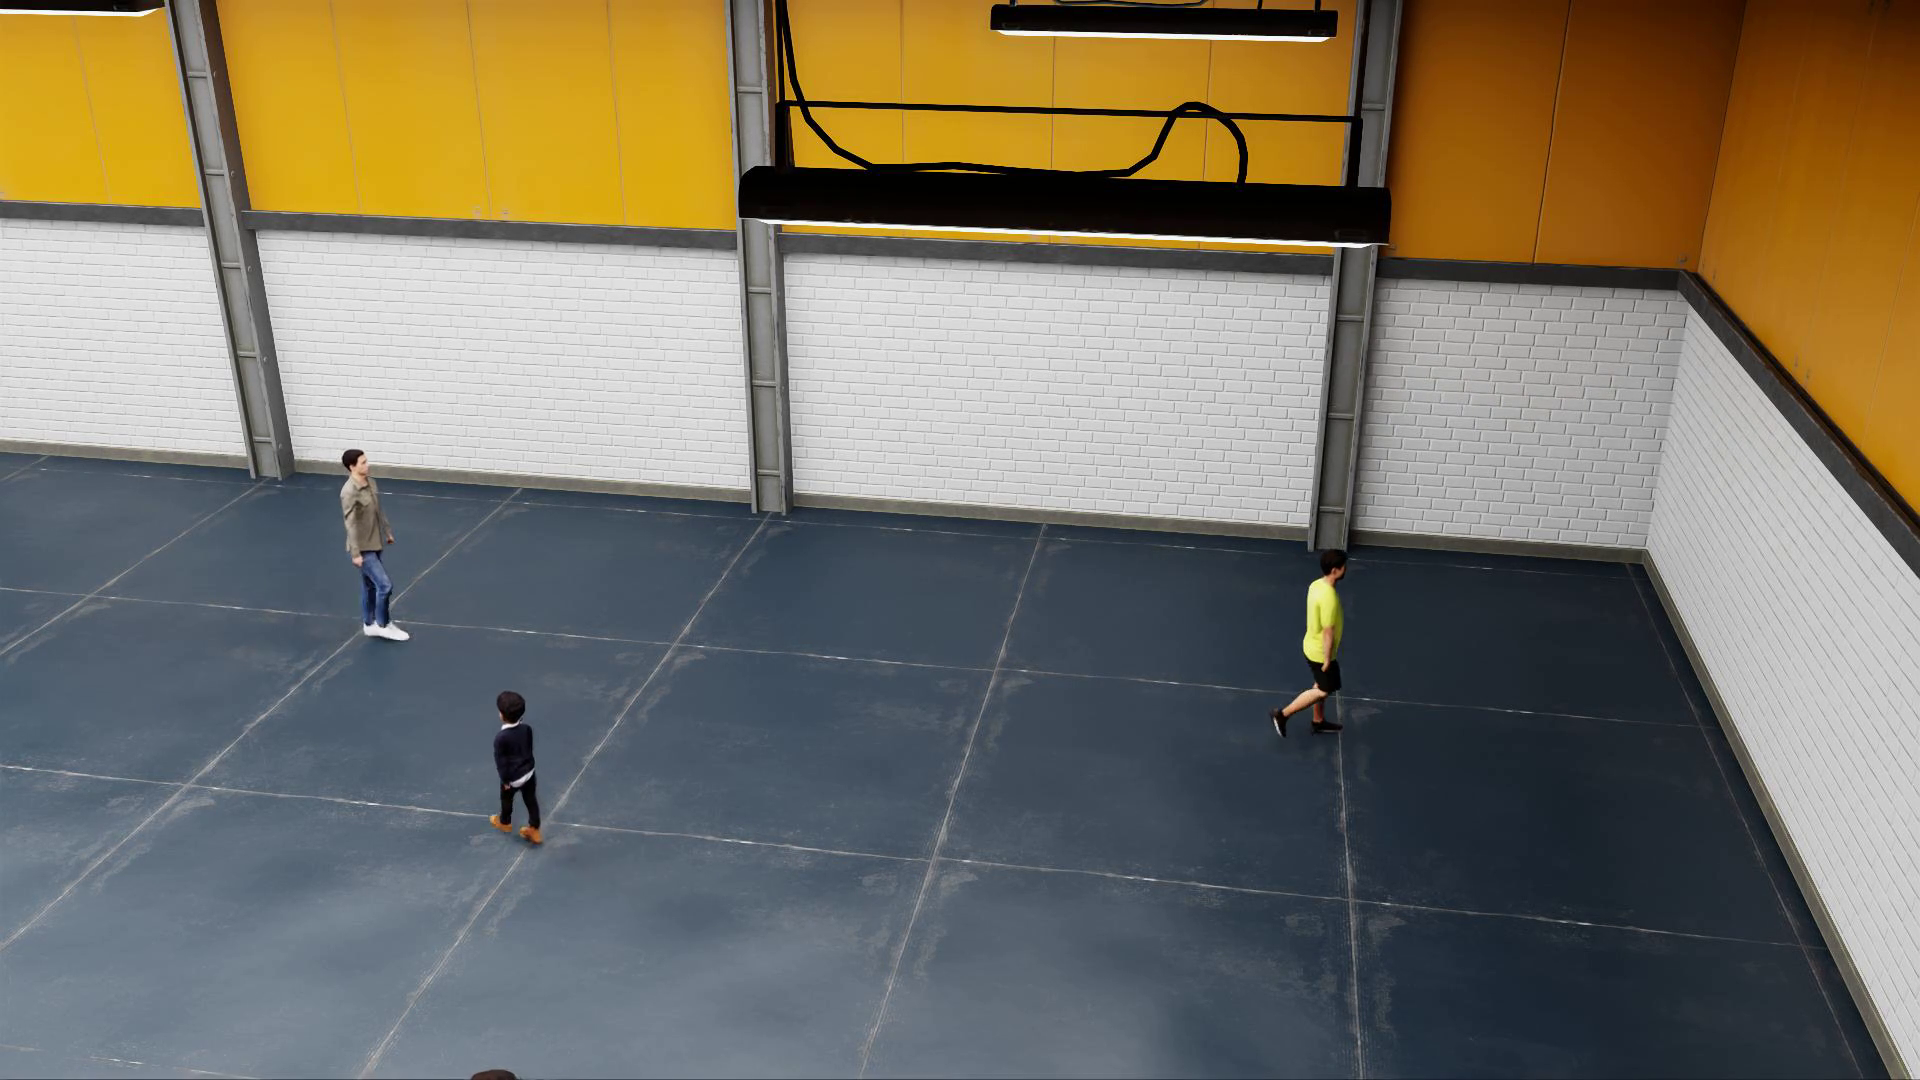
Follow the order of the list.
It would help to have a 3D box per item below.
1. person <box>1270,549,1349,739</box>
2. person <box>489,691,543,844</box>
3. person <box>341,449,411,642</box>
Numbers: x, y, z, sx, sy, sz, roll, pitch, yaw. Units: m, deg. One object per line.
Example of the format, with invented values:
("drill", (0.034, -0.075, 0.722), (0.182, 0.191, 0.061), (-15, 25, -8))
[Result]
("person", (2.852, 0.869, 13.465), (0.958, 1.692, 0.757), (-2, 24, -4))
("person", (-3.209, 1.690, 12.192), (0.802, 1.208, 0.686), (18, 29, 35))
("person", (-5.488, 0.046, 15.144), (0.749, 1.856, 0.760), (1, 24, 3))
